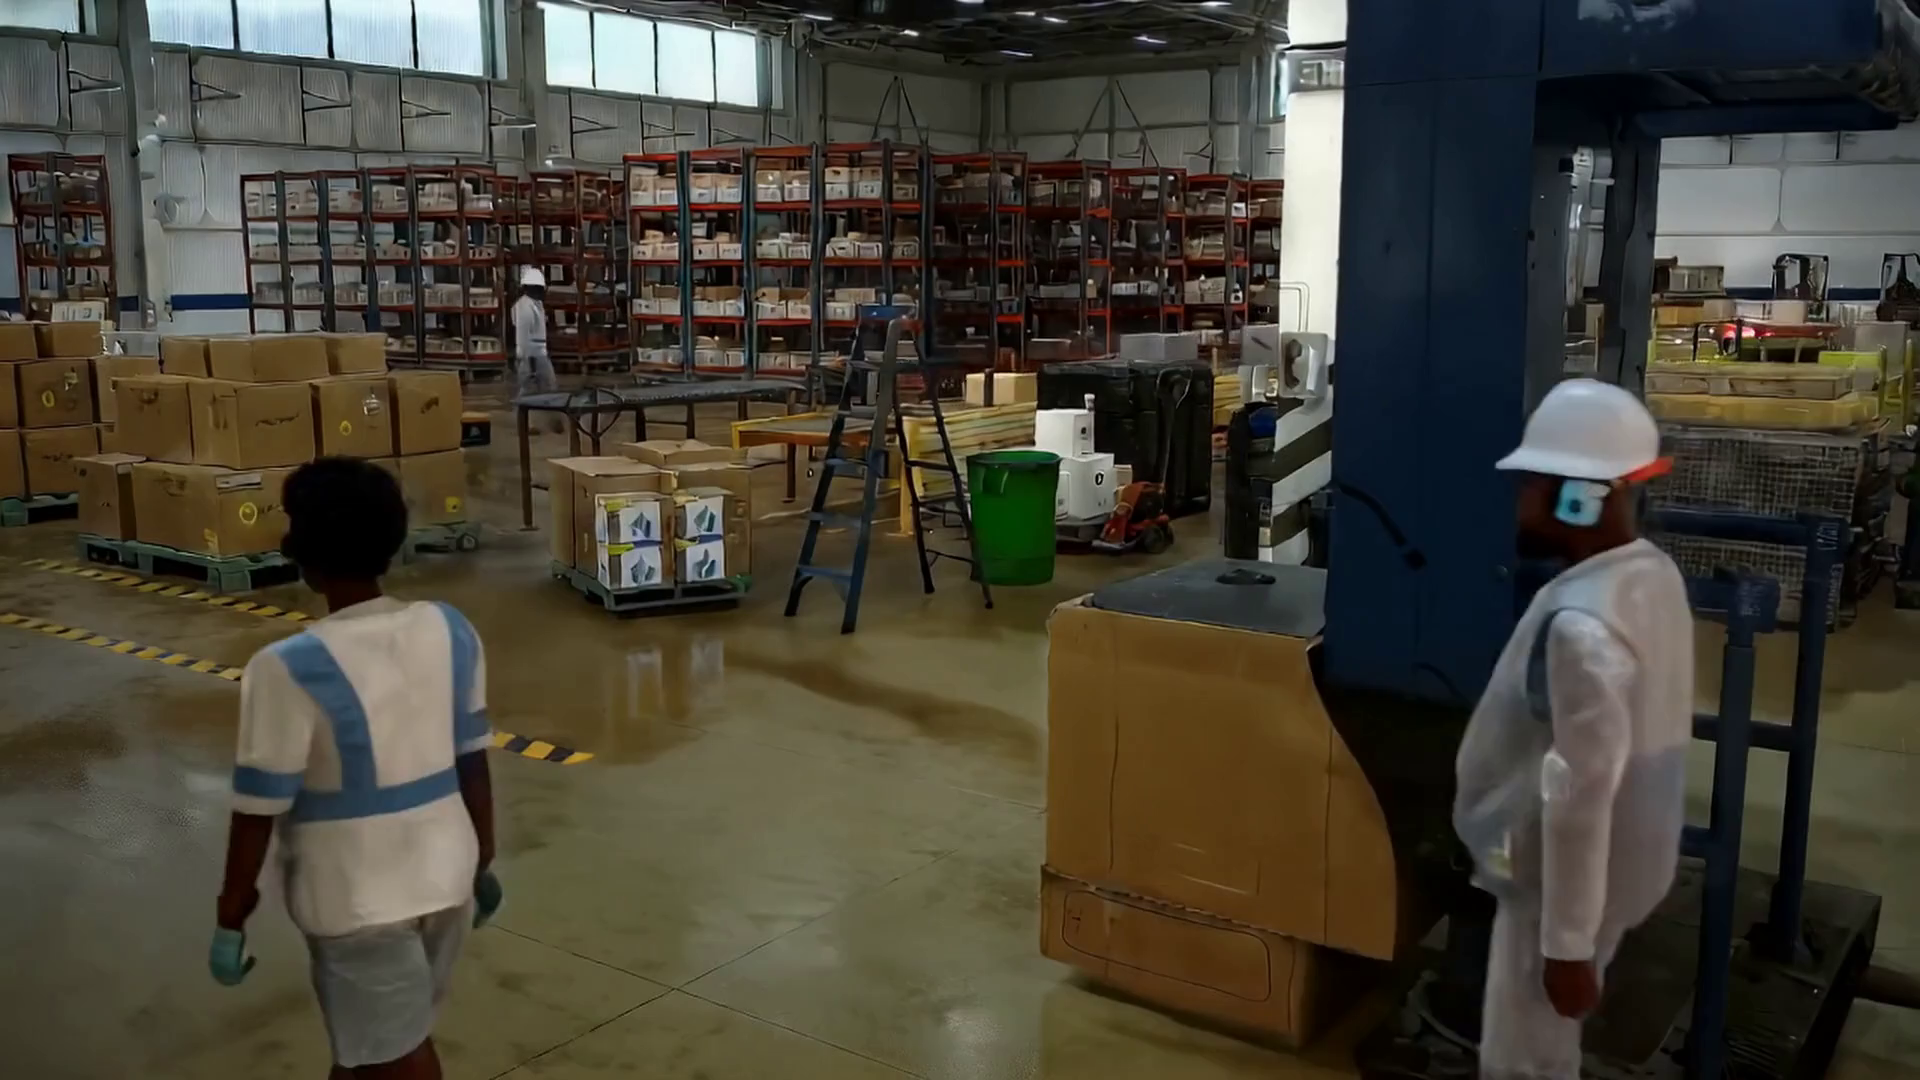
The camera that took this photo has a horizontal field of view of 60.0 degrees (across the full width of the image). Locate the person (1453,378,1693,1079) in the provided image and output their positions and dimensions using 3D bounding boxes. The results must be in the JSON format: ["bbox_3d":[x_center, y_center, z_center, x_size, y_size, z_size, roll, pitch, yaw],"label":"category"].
[{"bbox_3d":[1.194,0.611,3.077,0.630,1.815,0.598,6,11,31],"label":"person"}]

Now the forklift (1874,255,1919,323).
[{"bbox_3d":[22.089,-5.634,38.796,1.157,1.987,2.680,6,11,33],"label":"forklift"}]

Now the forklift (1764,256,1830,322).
[{"bbox_3d":[20.253,-5.854,40.139,1.157,1.987,2.680,7,12,35],"label":"forklift"}]

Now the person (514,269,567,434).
[{"bbox_3d":[-4.885,-2.172,19.328,0.704,1.918,0.625,1,10,6],"label":"person"}]

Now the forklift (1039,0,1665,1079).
[{"bbox_3d":[1.249,-0.137,4.360,1.873,2.768,1.129,7,12,35],"label":"forklift"}]

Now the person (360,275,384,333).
[{"bbox_3d":[-11.770,-4.476,33.347,0.619,1.817,0.481,5,11,30],"label":"person"}]

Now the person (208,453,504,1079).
[{"bbox_3d":[-1.203,0.662,3.214,0.847,1.649,0.557,4,11,25],"label":"person"}]

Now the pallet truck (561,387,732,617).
[{"bbox_3d":[-1.981,-0.274,10.088,0.680,1.201,1.601,-5,11,-28],"label":"pallet truck"}]

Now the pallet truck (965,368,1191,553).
[{"bbox_3d":[0.845,-0.609,11.869,1.630,1.274,0.653,7,12,35],"label":"pallet truck"}]

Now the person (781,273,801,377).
[{"bbox_3d":[-2.847,-3.661,28.496,0.432,1.817,0.622,8,12,38],"label":"person"}]
